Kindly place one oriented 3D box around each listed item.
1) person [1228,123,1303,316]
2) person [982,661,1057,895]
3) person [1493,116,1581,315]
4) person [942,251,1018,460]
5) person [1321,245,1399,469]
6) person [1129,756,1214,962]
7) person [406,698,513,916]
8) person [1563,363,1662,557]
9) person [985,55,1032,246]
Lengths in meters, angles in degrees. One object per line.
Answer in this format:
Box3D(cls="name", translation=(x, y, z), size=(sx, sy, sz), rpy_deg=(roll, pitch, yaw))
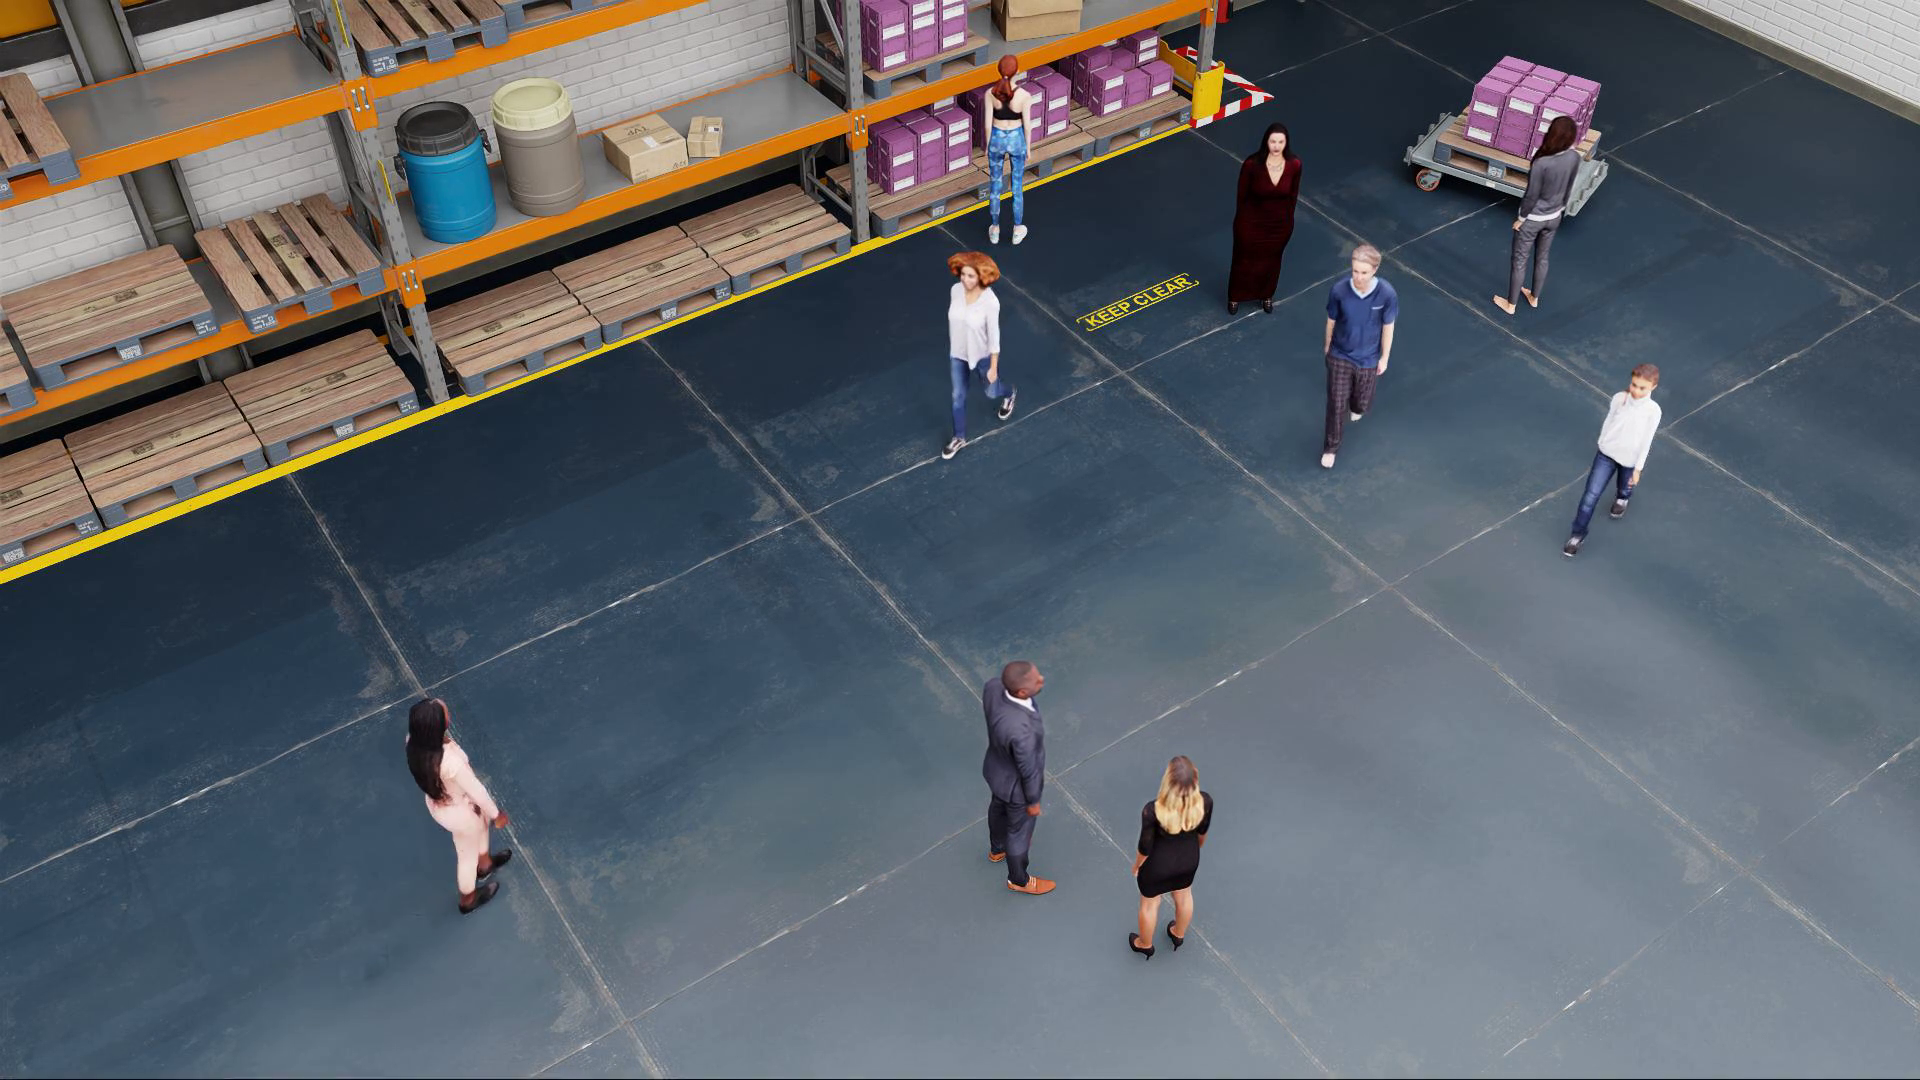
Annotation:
Box3D(cls="person", translation=(2.484, -2.622, 13.620), size=(0.721, 1.757, 0.823), rpy_deg=(-2, 44, -2))
Box3D(cls="person", translation=(0.315, 1.326, 9.427), size=(0.702, 1.824, 0.752), rpy_deg=(-14, 45, -14))
Box3D(cls="person", translation=(4.769, -2.668, 13.659), size=(0.528, 1.768, 0.720), rpy_deg=(-16, 46, -16))
Box3D(cls="person", translation=(0.168, -1.443, 12.436), size=(0.892, 1.682, 1.169), rpy_deg=(25, 49, 24))
Box3D(cls="person", translation=(2.912, -1.409, 12.281), size=(0.971, 1.846, 1.054), rpy_deg=(10, 45, 11))
Box3D(cls="person", translation=(1.143, 1.752, 9.086), size=(0.497, 1.677, 0.659), rpy_deg=(-12, 45, -12))
Box3D(cls="person", translation=(-2.872, 1.552, 9.275), size=(0.720, 1.706, 0.670), rpy_deg=(-34, 53, -30))
Box3D(cls="person", translation=(4.681, -0.624, 11.690), size=(0.789, 1.525, 1.118), rpy_deg=(24, 49, 23))
Box3D(cls="person", translation=(0.409, -3.372, 14.386), size=(0.684, 1.785, 0.748), rpy_deg=(4, 44, 4))
